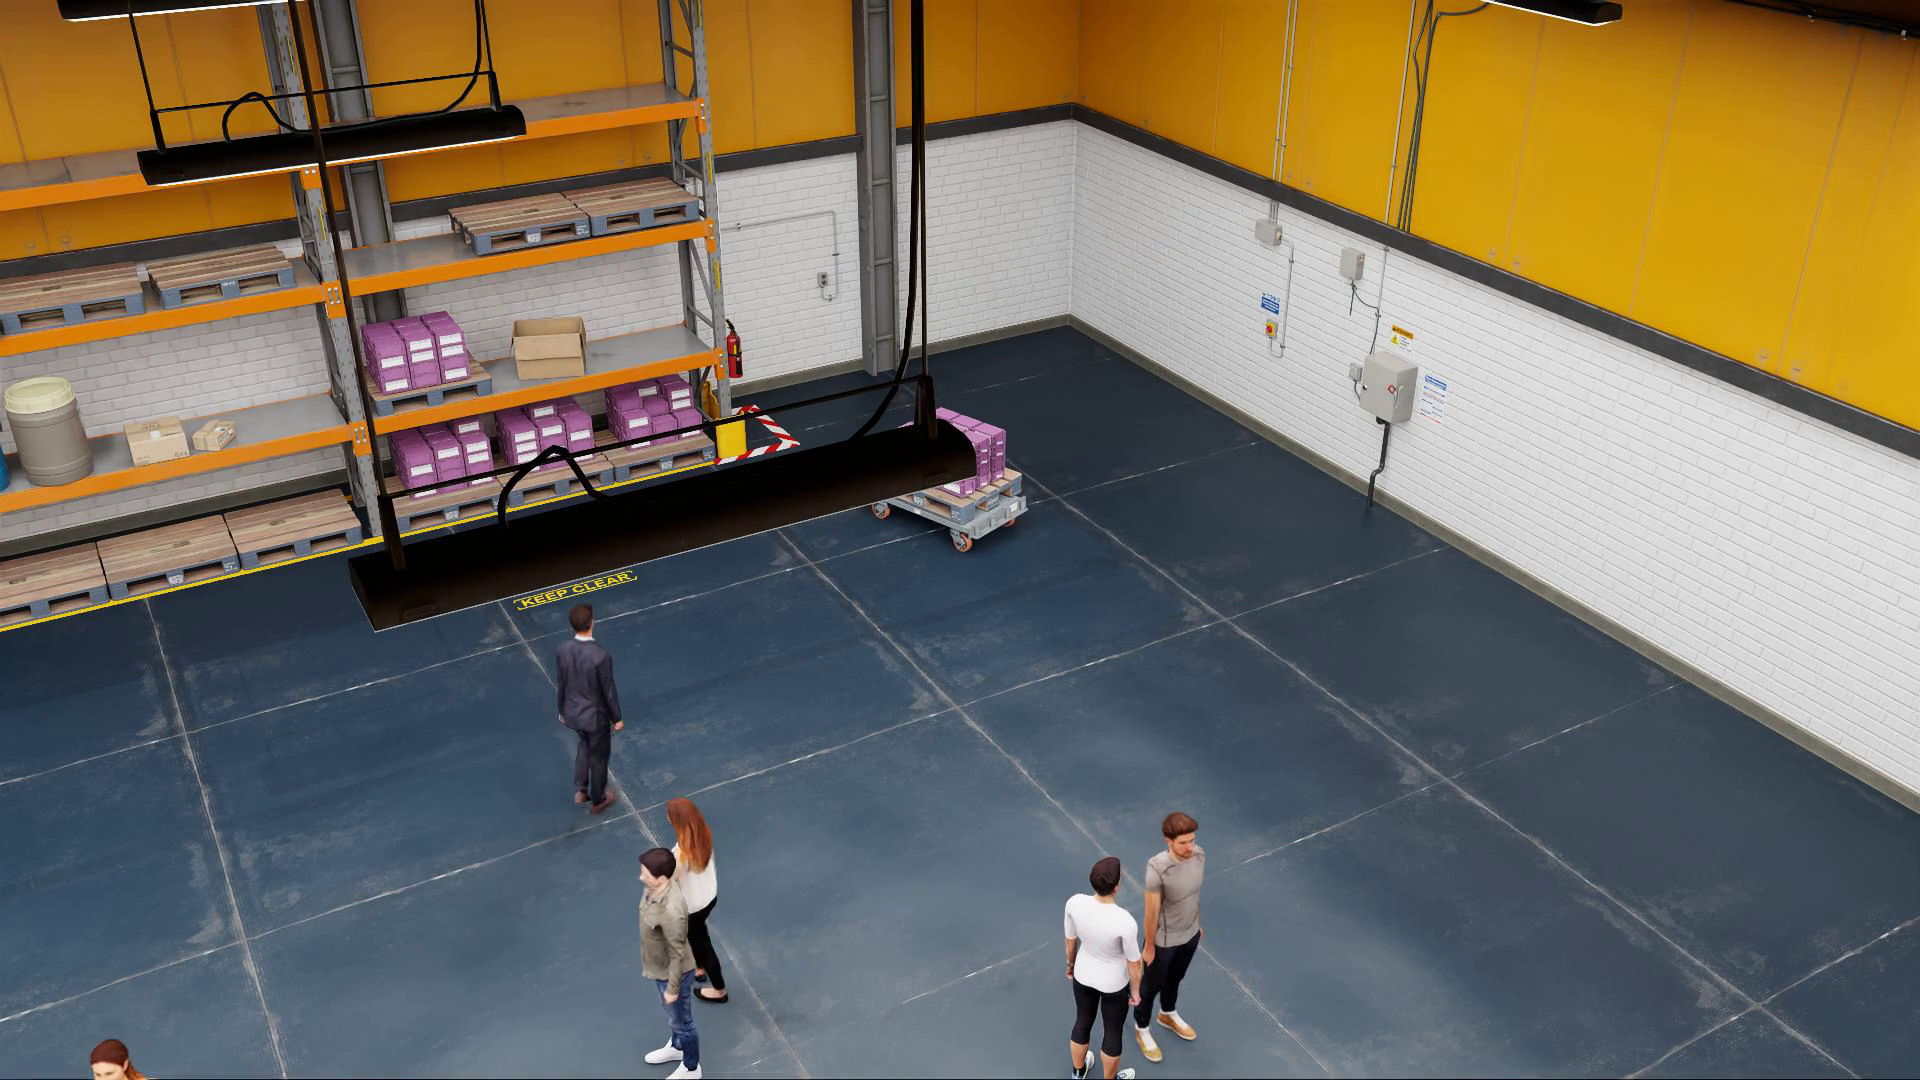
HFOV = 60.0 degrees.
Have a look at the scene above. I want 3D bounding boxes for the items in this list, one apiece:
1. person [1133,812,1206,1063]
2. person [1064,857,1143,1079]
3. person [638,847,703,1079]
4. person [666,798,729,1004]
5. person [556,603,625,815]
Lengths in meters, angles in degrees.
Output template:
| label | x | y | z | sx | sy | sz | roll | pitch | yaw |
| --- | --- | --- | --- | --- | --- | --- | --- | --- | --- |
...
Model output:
| label | x | y | z | sx | sy | sz | roll | pitch | yaw |
| --- | --- | --- | --- | --- | --- | --- | --- | --- | --- |
| person | 1.378 | 2.543 | 10.853 | 0.511 | 1.893 | 0.739 | -20 | 34 | -32 |
| person | 0.891 | 2.755 | 10.509 | 0.756 | 1.851 | 0.742 | 16 | 32 | 27 |
| person | -1.836 | 2.700 | 10.590 | 0.614 | 1.869 | 0.722 | -12 | 31 | -21 |
| person | -1.698 | 2.464 | 11.199 | 0.826 | 1.701 | 0.770 | 10 | 30 | 17 |
| person | -2.942 | 1.398 | 13.000 | 0.832 | 1.847 | 0.886 | 9 | 30 | 16 |
